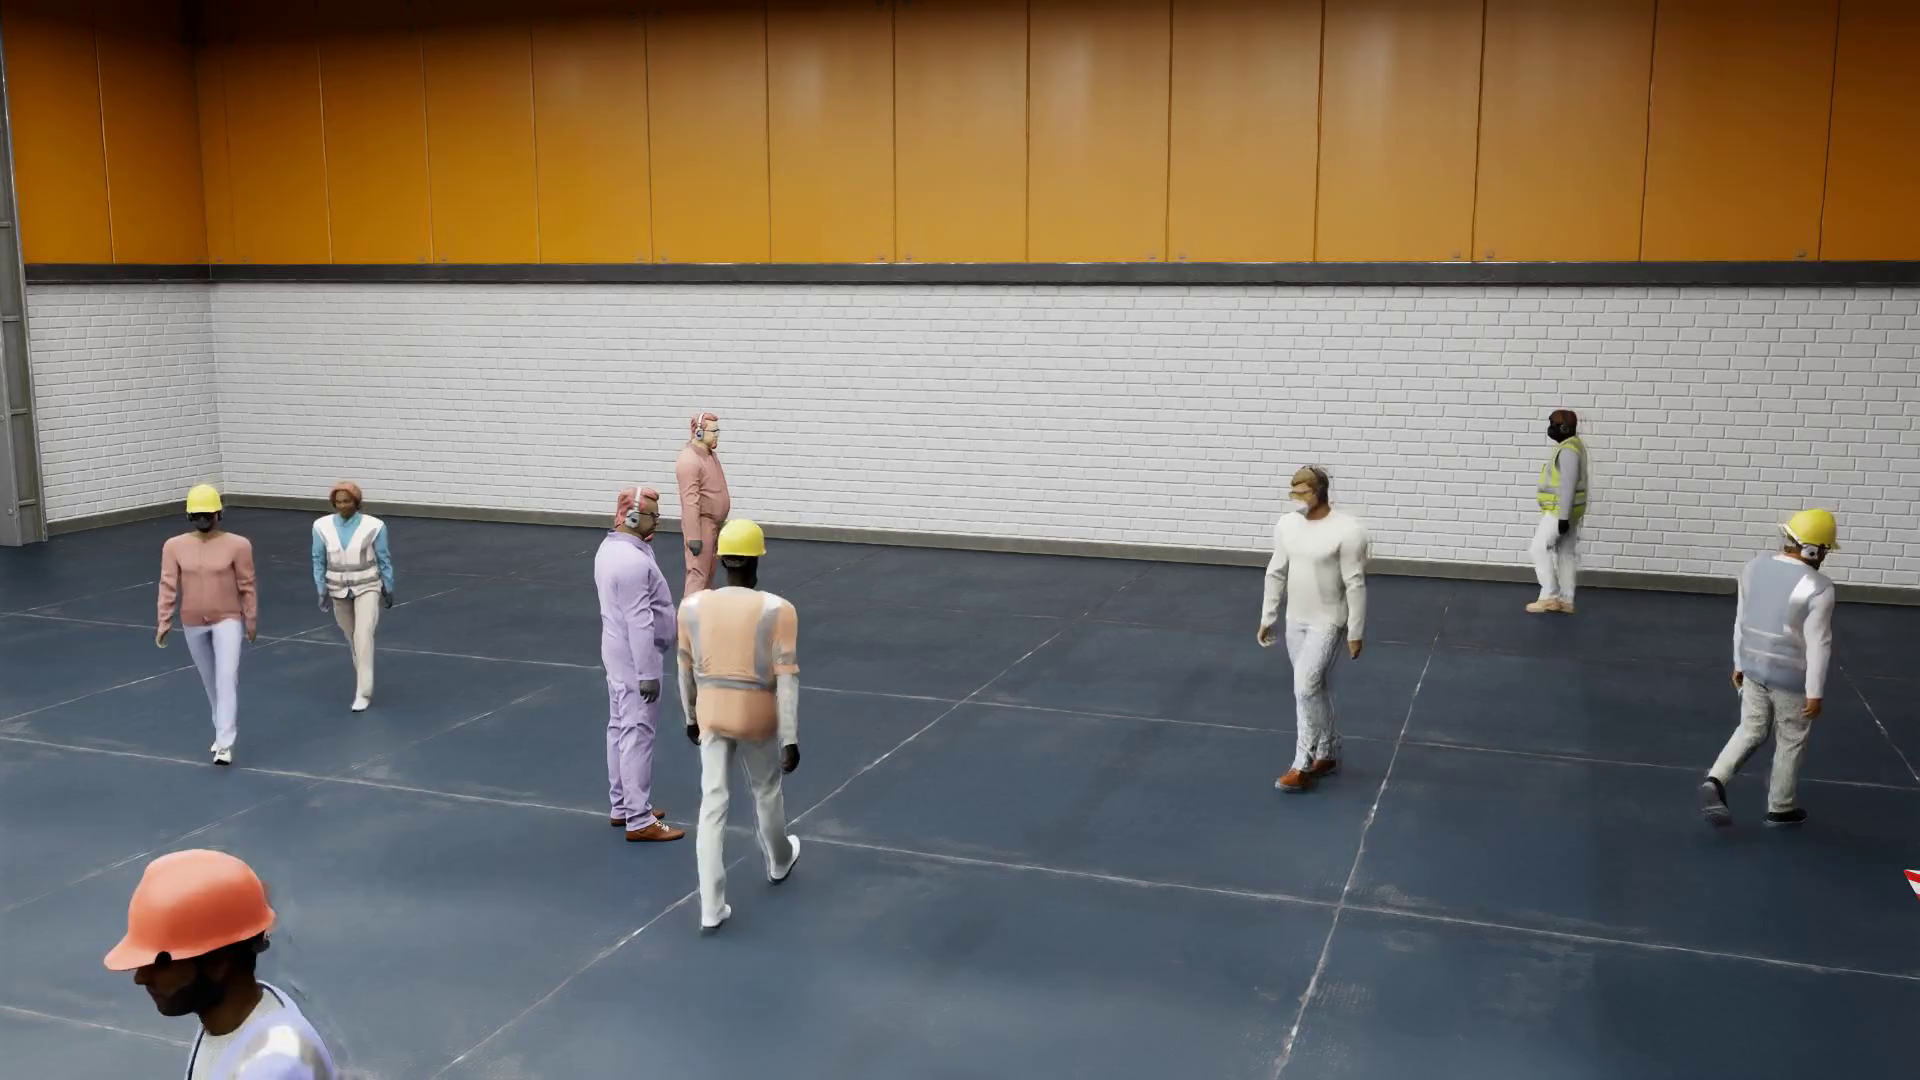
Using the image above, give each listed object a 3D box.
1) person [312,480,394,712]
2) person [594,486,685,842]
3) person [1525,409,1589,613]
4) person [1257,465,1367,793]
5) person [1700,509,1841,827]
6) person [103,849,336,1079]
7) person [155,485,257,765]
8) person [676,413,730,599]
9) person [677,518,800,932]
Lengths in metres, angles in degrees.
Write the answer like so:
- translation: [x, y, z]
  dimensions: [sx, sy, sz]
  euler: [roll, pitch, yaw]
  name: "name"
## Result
- translation: [-4.262, 0.352, 11.761]
  dimensions: [0.508, 1.597, 0.843]
  euler: [0, 9, -3]
  name: "person"
- translation: [-1.722, 0.657, 8.933]
  dimensions: [0.406, 1.901, 0.639]
  euler: [-4, 10, -24]
  name: "person"
- translation: [5.257, -0.249, 14.765]
  dimensions: [0.579, 1.828, 0.653]
  euler: [4, 10, 23]
  name: "person"
- translation: [2.006, 0.514, 9.785]
  dimensions: [0.793, 1.904, 0.632]
  euler: [-6, 11, -34]
  name: "person"
- translation: [4.354, 0.715, 8.954]
  dimensions: [0.725, 1.789, 0.606]
  euler: [-4, 10, -23]
  name: "person"
- translation: [-1.490, 1.559, 3.331]
  dimensions: [0.835, 1.905, 0.569]
  euler: [-7, 11, -37]
  name: "person"
- translation: [-4.645, 0.528, 10.246]
  dimensions: [0.545, 1.725, 0.864]
  euler: [-1, 9, -8]
  name: "person"
- translation: [-2.063, -0.083, 13.506]
  dimensions: [0.404, 1.904, 0.651]
  euler: [1, 9, 5]
  name: "person"
- translation: [-1.033, 0.831, 7.915]
  dimensions: [0.635, 1.873, 0.984]
  euler: [2, 9, 10]
  name: "person"
